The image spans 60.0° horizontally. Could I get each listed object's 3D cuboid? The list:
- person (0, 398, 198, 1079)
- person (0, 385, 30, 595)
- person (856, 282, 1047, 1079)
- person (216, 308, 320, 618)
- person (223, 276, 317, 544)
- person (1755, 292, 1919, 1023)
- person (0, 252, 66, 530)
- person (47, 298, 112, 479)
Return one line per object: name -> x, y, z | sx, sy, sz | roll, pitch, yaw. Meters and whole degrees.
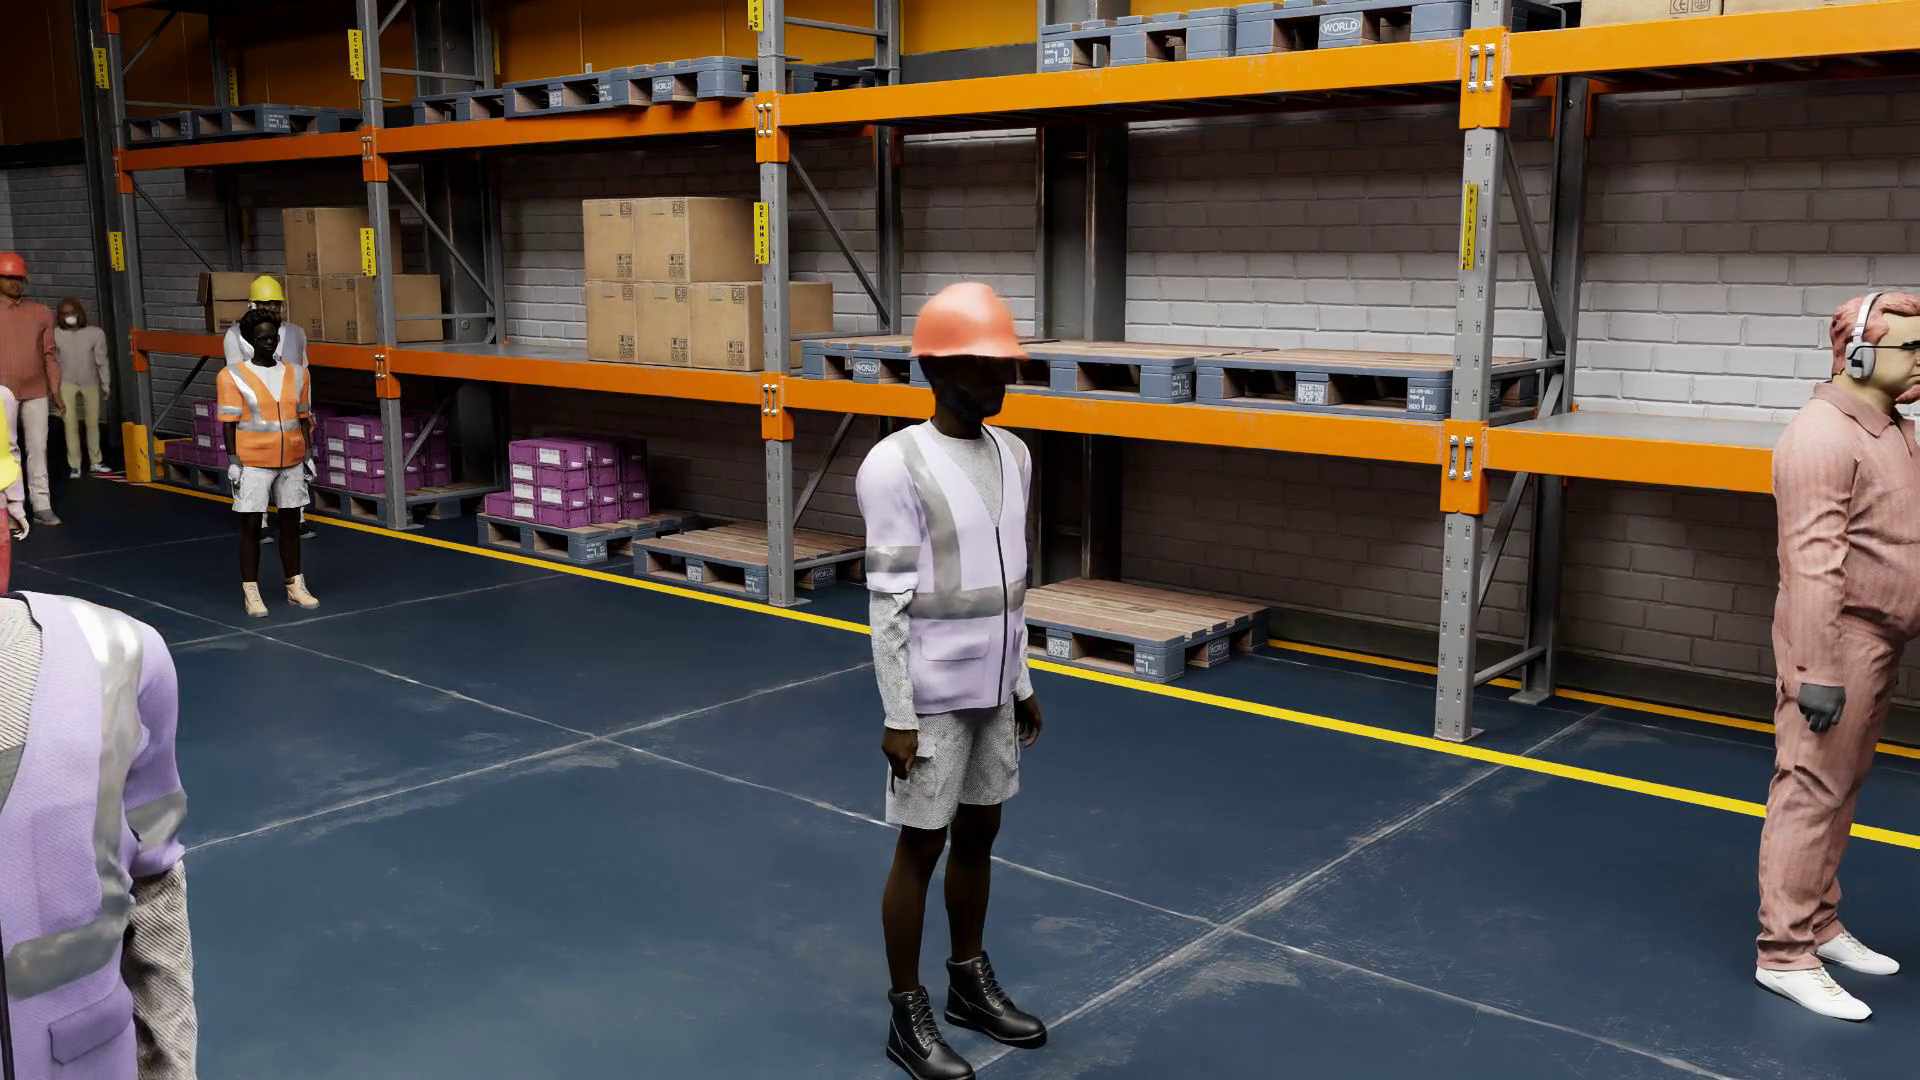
person -> -1.208, 0.713, 2.045 | 0.364, 1.927, 0.587 | 8, 13, 39
person -> -4.338, -0.120, 7.238 | 0.304, 1.772, 0.525 | 8, 13, 39
person -> 0.005, 0.350, 4.070 | 0.349, 1.942, 0.545 | 8, 13, 39
person -> -3.821, -0.430, 9.210 | 0.318, 1.697, 0.535 | 8, 13, 39
person -> -4.741, -0.899, 11.489 | 0.404, 1.833, 0.590 | 8, 13, 39
person -> 2.394, 0.298, 4.465 | 0.410, 1.909, 0.643 | 8, 13, 39
person -> -6.798, -1.065, 12.002 | 0.406, 1.989, 0.626 | 9, 13, 40
person -> -7.830, -1.350, 14.787 | 0.507, 1.587, 0.607 | -6, 12, -31
